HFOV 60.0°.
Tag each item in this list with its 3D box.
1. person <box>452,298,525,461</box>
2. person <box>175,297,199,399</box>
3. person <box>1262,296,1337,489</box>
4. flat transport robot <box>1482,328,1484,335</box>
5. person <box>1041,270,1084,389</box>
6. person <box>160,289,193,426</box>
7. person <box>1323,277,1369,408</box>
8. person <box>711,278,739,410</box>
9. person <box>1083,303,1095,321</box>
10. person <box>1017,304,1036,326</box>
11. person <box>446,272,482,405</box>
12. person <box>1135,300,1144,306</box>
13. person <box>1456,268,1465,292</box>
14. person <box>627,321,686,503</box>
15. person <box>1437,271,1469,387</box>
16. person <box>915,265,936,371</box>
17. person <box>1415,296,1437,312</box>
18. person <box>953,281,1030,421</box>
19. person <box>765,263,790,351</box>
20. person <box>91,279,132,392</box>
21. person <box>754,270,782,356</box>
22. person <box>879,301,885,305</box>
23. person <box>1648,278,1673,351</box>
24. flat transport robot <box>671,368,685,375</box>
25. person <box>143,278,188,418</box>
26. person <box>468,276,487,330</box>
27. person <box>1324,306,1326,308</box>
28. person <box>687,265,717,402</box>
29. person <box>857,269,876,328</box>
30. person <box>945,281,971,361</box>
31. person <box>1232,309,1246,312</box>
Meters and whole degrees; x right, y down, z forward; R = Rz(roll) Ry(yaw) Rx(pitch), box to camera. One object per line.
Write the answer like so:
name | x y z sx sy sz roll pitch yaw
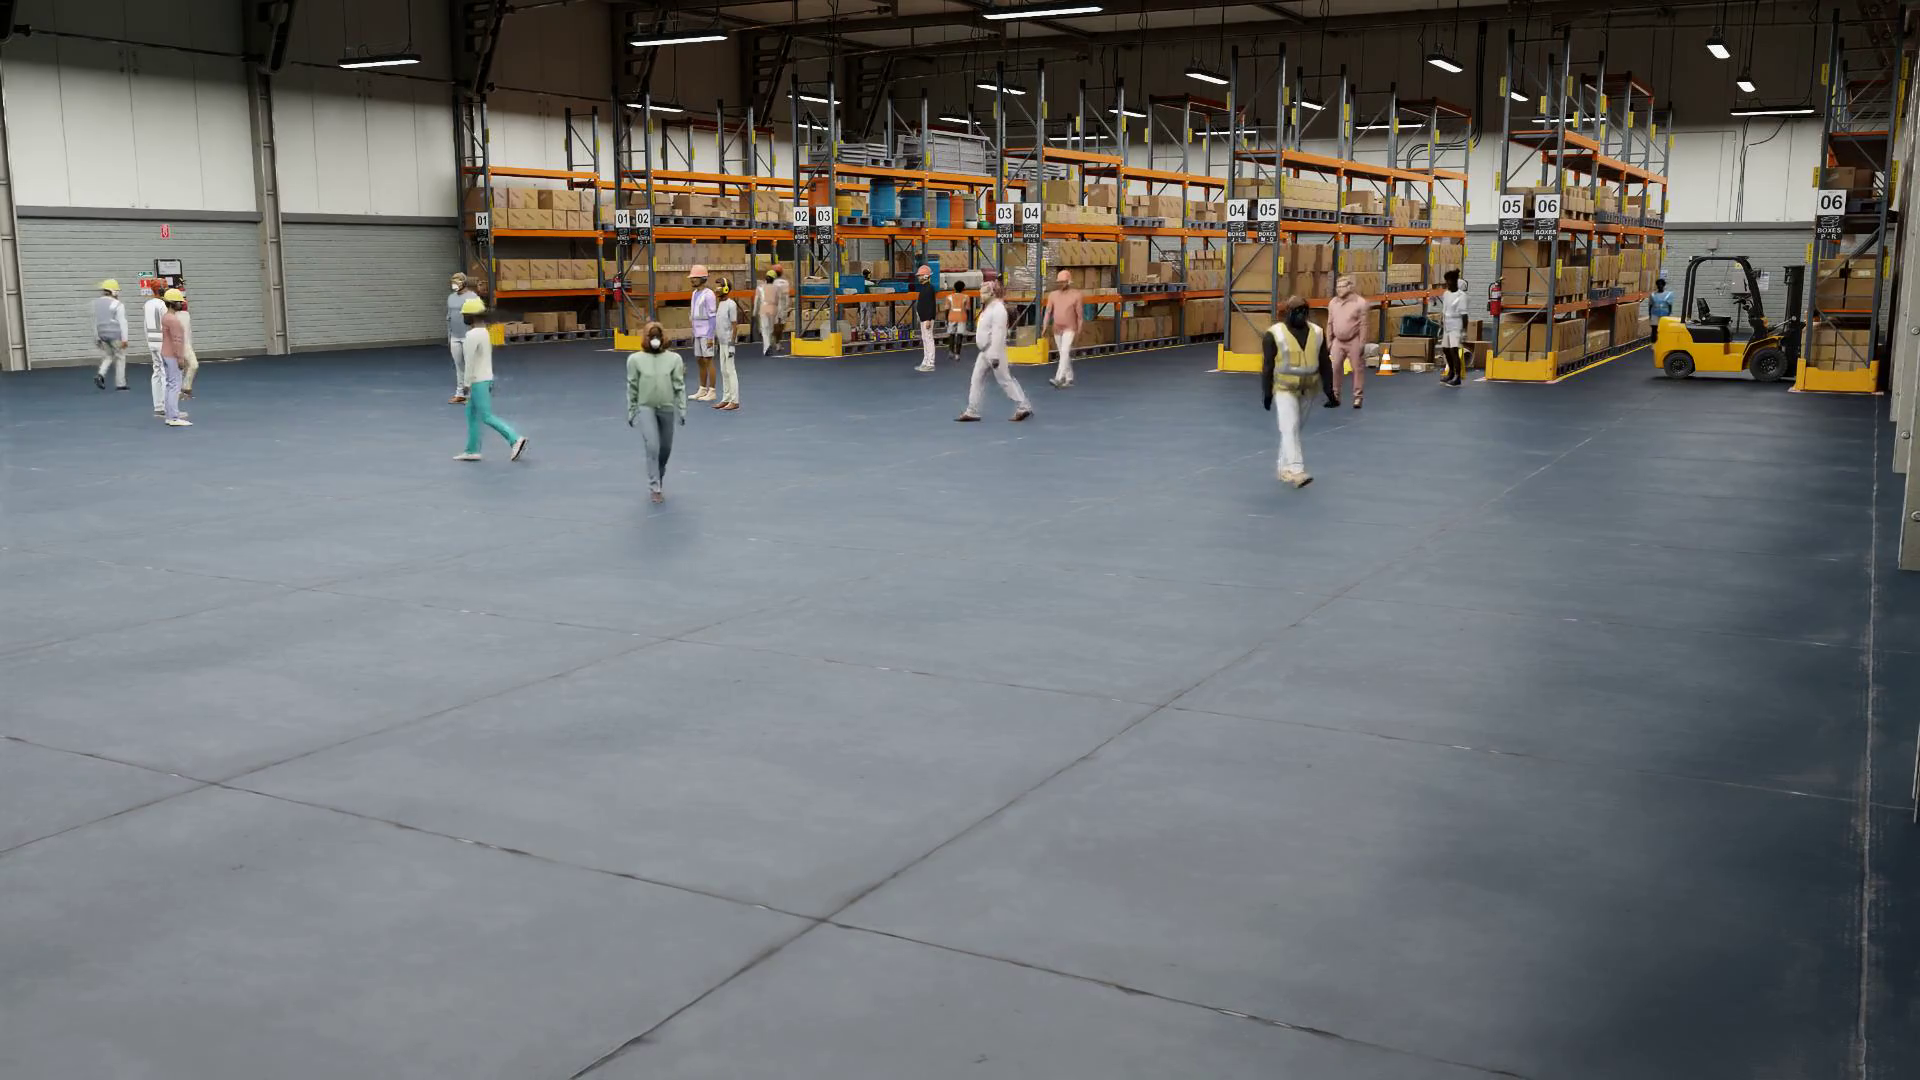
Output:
person | -5.013 -1.688 17.589 0.762 1.742 0.521 0 10 -1
person | -11.826 -2.936 25.263 0.436 1.616 0.520 4 10 21
person | 3.215 -1.394 15.703 0.641 1.790 0.943 -3 10 -16
flat transport robot | 14.036 -5.817 46.067 0.652 0.197 1.431 1 10 5
person | 1.691 -3.456 27.379 0.605 1.936 1.044 6 11 31
person | -10.087 -2.344 21.398 0.348 1.758 0.521 -8 12 -38
person | 5.524 -2.810 23.794 0.643 1.873 0.570 9 13 42
person | -3.326 -2.772 23.562 0.327 1.874 0.518 -6 11 -30
person | 3.399 -6.334 44.542 0.388 1.833 0.590 -6 11 -29
person | 1.696 -5.917 41.622 0.616 1.990 0.393 5 11 28
person | -7.289 -2.952 24.421 0.633 1.939 0.368 5 11 28
person | 5.196 -6.618 46.332 0.974 1.789 0.656 -7 12 -37
person | 13.231 -6.329 44.436 0.510 1.860 0.333 2 10 11
person | -2.738 -1.168 14.972 0.504 1.615 0.743 -4 10 -20
person | 8.305 -3.551 27.976 0.570 1.931 0.837 -3 10 -16
person | -0.651 -4.193 31.516 0.379 1.996 0.608 -2 10 -14
person | 13.249 -6.815 47.354 0.634 1.818 0.626 8 13 39
person | 0.462 -2.470 21.874 0.994 1.857 0.651 -3 10 -18
person | -4.194 -5.281 37.860 0.605 2.019 0.828 4 10 22
person | -13.590 -3.266 26.621 0.609 1.813 0.475 3 10 15
person | -4.192 -4.984 36.495 0.626 1.884 0.853 -2 10 -13
person | -2.209 -7.444 50.853 0.571 1.884 0.971 6 12 33
person | 16.135 -5.199 38.345 0.535 1.670 0.711 4 11 25
flat transport robot | -5.336 -3.073 30.008 0.652 0.197 1.431 -1 10 -5
person | -10.708 -2.571 22.350 0.586 1.882 0.342 7 12 36
person | -8.220 -3.587 28.464 0.640 1.820 0.522 -6 12 -33
person | 9.950 -6.285 44.064 0.640 1.895 0.974 5 11 25
person | -3.868 -3.088 24.907 0.393 2.044 0.609 -7 12 -34
person | -2.286 -5.692 40.664 0.526 1.869 0.315 4 11 24
person | -0.038 -4.601 34.892 0.539 1.651 0.838 1 10 4
person | 6.999 -5.920 41.970 0.587 1.886 0.980 5 11 26
